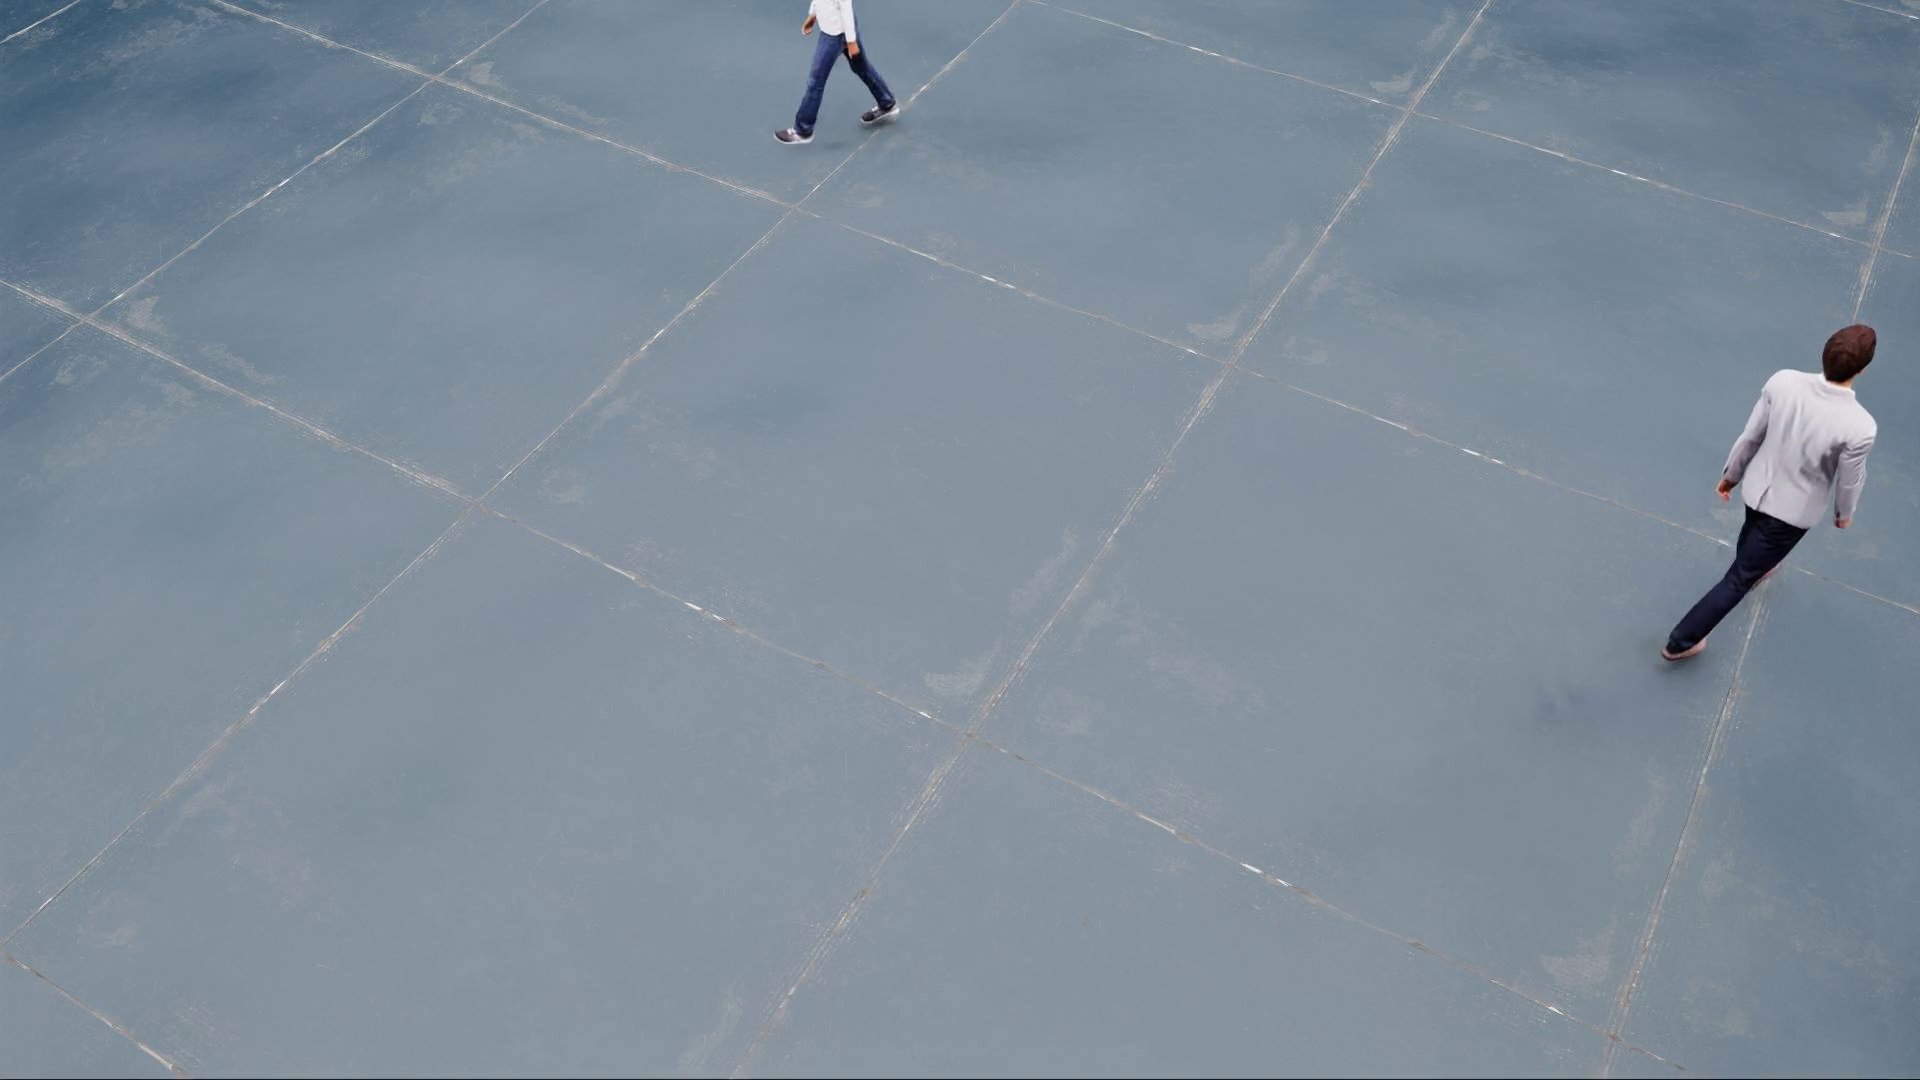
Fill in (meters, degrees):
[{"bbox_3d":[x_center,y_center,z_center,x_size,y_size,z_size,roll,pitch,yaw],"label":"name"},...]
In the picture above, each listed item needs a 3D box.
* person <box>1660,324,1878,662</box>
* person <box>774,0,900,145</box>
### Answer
[{"bbox_3d":[3.631,-0.148,7.474,1.151,1.807,1.250,-23,51,-20],"label":"person"},{"bbox_3d":[-0.694,-3.242,10.535,1.076,1.513,1.007,-11,48,-10],"label":"person"}]
